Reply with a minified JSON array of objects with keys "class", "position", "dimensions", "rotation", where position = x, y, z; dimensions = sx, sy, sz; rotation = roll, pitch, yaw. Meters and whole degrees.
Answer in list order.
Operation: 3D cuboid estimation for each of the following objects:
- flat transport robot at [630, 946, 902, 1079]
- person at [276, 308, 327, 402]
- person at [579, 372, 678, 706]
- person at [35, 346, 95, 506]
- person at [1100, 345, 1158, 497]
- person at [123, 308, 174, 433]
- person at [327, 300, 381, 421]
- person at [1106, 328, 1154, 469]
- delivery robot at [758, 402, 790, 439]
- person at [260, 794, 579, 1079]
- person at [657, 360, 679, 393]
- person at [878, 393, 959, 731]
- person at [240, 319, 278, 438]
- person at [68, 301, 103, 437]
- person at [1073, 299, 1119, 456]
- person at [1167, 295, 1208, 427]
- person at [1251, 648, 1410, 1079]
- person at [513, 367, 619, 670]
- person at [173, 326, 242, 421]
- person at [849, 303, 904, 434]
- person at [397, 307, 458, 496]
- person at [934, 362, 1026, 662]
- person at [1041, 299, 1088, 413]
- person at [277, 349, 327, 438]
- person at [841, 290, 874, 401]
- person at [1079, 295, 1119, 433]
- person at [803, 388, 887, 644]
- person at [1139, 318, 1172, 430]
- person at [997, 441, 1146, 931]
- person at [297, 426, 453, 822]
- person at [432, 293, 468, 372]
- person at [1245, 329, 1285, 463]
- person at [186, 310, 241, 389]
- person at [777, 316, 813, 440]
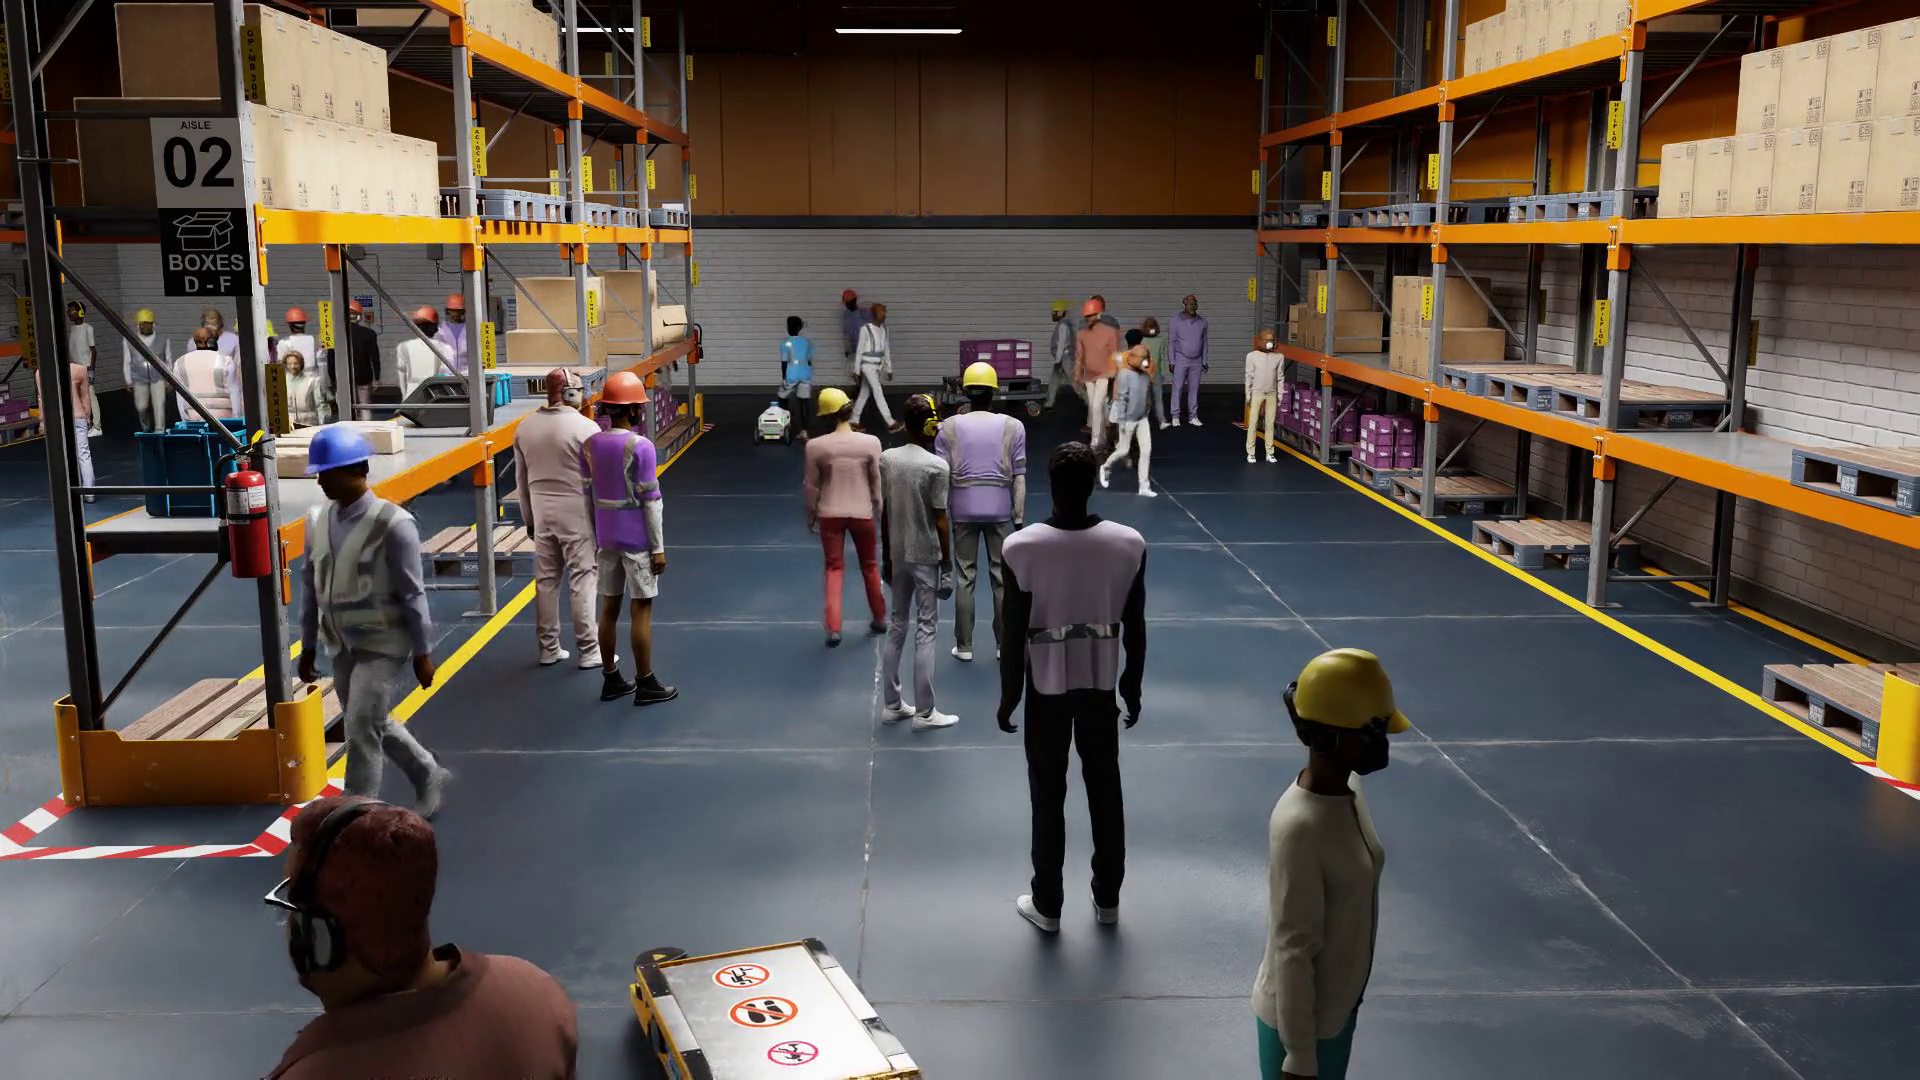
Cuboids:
[{"class":"flat transport robot","position":[-0.588,1.617,5.271],"dimensions":[0.652,0.197,1.431],"rotation":[-4,11,-21]},{"class":"person","position":[-7.983,-1.872,20.227],"dimensions":[0.556,1.891,1.023],"rotation":[-9,13,-40]},{"class":"person","position":[-1.926,-0.004,9.658],"dimensions":[0.542,1.938,0.357],"rotation":[6,12,29]},{"class":"person","position":[-9.092,-1.212,16.892],"dimensions":[0.327,1.760,0.523],"rotation":[7,13,36]},{"class":"person","position":[1.803,-1.280,17.659],"dimensions":[0.493,1.604,0.694],"rotation":[-7,12,-35]},{"class":"person","position":[-10.713,-2.156,21.984],"dimensions":[0.601,1.817,0.680],"rotation":[-4,11,-23]},{"class":"person","position":[-7.585,-2.018,20.851],"dimensions":[0.633,1.956,0.563],"rotation":[-3,11,-15]},{"class":"person","position":[1.994,-1.638,19.493],"dimensions":[0.564,1.670,0.621],"rotation":[0,10,1]},{"class":"delivery robot","position":[-2.461,-1.590,22.071],"dimensions":[0.477,0.478,0.707],"rotation":[0,11,2]},{"class":"person","position":[-0.840,1.315,2.478],"dimensions":[0.399,1.910,0.677],"rotation":[4,11,23]},{"class":"person","position":[-4.475,-2.664,25.315],"dimensions":[0.378,1.627,0.608],"rotation":[2,10,9]},{"class":"person","position":[-0.238,0.123,9.175],"dimensions":[0.521,1.861,0.317],"rotation":[8,13,39]},{"class":"person","position":[-7.313,-1.395,17.576],"dimensions":[0.996,1.868,0.609],"rotation":[-3,11,-15]},{"class":"person","position":[-12.110,-2.352,22.931],"dimensions":[0.509,1.870,0.328],"rotation":[6,12,29]},{"class":"person","position":[1.666,-2.032,20.863],"dimensions":[0.646,1.957,0.801],"rotation":[9,14,41]},{"class":"person","position":[3.330,-2.603,24.223],"dimensions":[0.638,1.909,0.408],"rotation":[-3,11,-17]},{"class":"person","position":[0.861,1.113,3.916],"dimensions":[0.326,1.767,0.533],"rotation":[5,11,24]},{"class":"person","position":[-2.469,-0.135,10.484],"dimensions":[0.643,1.905,0.399],"rotation":[4,11,23]},{"class":"person","position":[-7.509,-1.219,16.707],"dimensions":[0.619,1.840,0.430],"rotation":[0,10,-1]},{"class":"person","position":[-1.189,-2.401,23.330],"dimensions":[1.042,1.816,0.591],"rotation":[6,12,30]},{"class":"person","position":[-5.705,-1.501,17.861],"dimensions":[0.611,1.987,1.052],"rotation":[-1,10,-4]},{"class":"person","position":[0.124,-0.171,10.640],"dimensions":[0.589,1.918,0.392],"rotation":[-1,10,-3]},{"class":"person","position":[1.688,-2.877,26.082],"dimensions":[0.921,1.791,0.595],"rotation":[0,10,0]},{"class":"person","position":[-6.753,-1.168,17.087],"dimensions":[0.526,1.596,0.809],"rotation":[-2,10,-10]},{"class":"person","position":[-1.725,-3.295,28.205],"dimensions":[0.583,1.858,0.956],"rotation":[9,14,41]},{"class":"person","position":[1.933,-2.468,23.388],"dimensions":[0.631,1.939,0.372],"rotation":[-5,12,-28]},{"class":"person","position":[-0.766,-0.160,11.181],"dimensions":[0.566,1.719,0.635],"rotation":[-1,10,-6]},{"class":"person","position":[2.723,-2.342,23.608],"dimensions":[0.532,1.593,0.804],"rotation":[-3,11,-17]},{"class":"person","position":[0.440,0.575,6.484],"dimensions":[0.596,1.916,0.374],"rotation":[-3,10,-14]},{"class":"person","position":[-2.583,0.431,7.318],"dimensions":[0.612,1.909,0.920],"rotation":[5,11,27]},{"class":"person","position":[-6.445,-2.137,21.287],"dimensions":[0.642,2.029,0.566],"rotation":[-4,11,-20]},{"class":"person","position":[3.703,-1.746,20.238],"dimensions":[0.497,1.628,0.277],"rotation":[-2,10,-9]},{"class":"person","position":[-8.667,-1.731,19.439],"dimensions":[0.655,1.892,0.813],"rotation":[-2,10,-12]},{"class":"person","position":[-2.274,-2.203,22.646],"dimensions":[0.540,1.668,0.711],"rotation":[-7,13,-36]}]
